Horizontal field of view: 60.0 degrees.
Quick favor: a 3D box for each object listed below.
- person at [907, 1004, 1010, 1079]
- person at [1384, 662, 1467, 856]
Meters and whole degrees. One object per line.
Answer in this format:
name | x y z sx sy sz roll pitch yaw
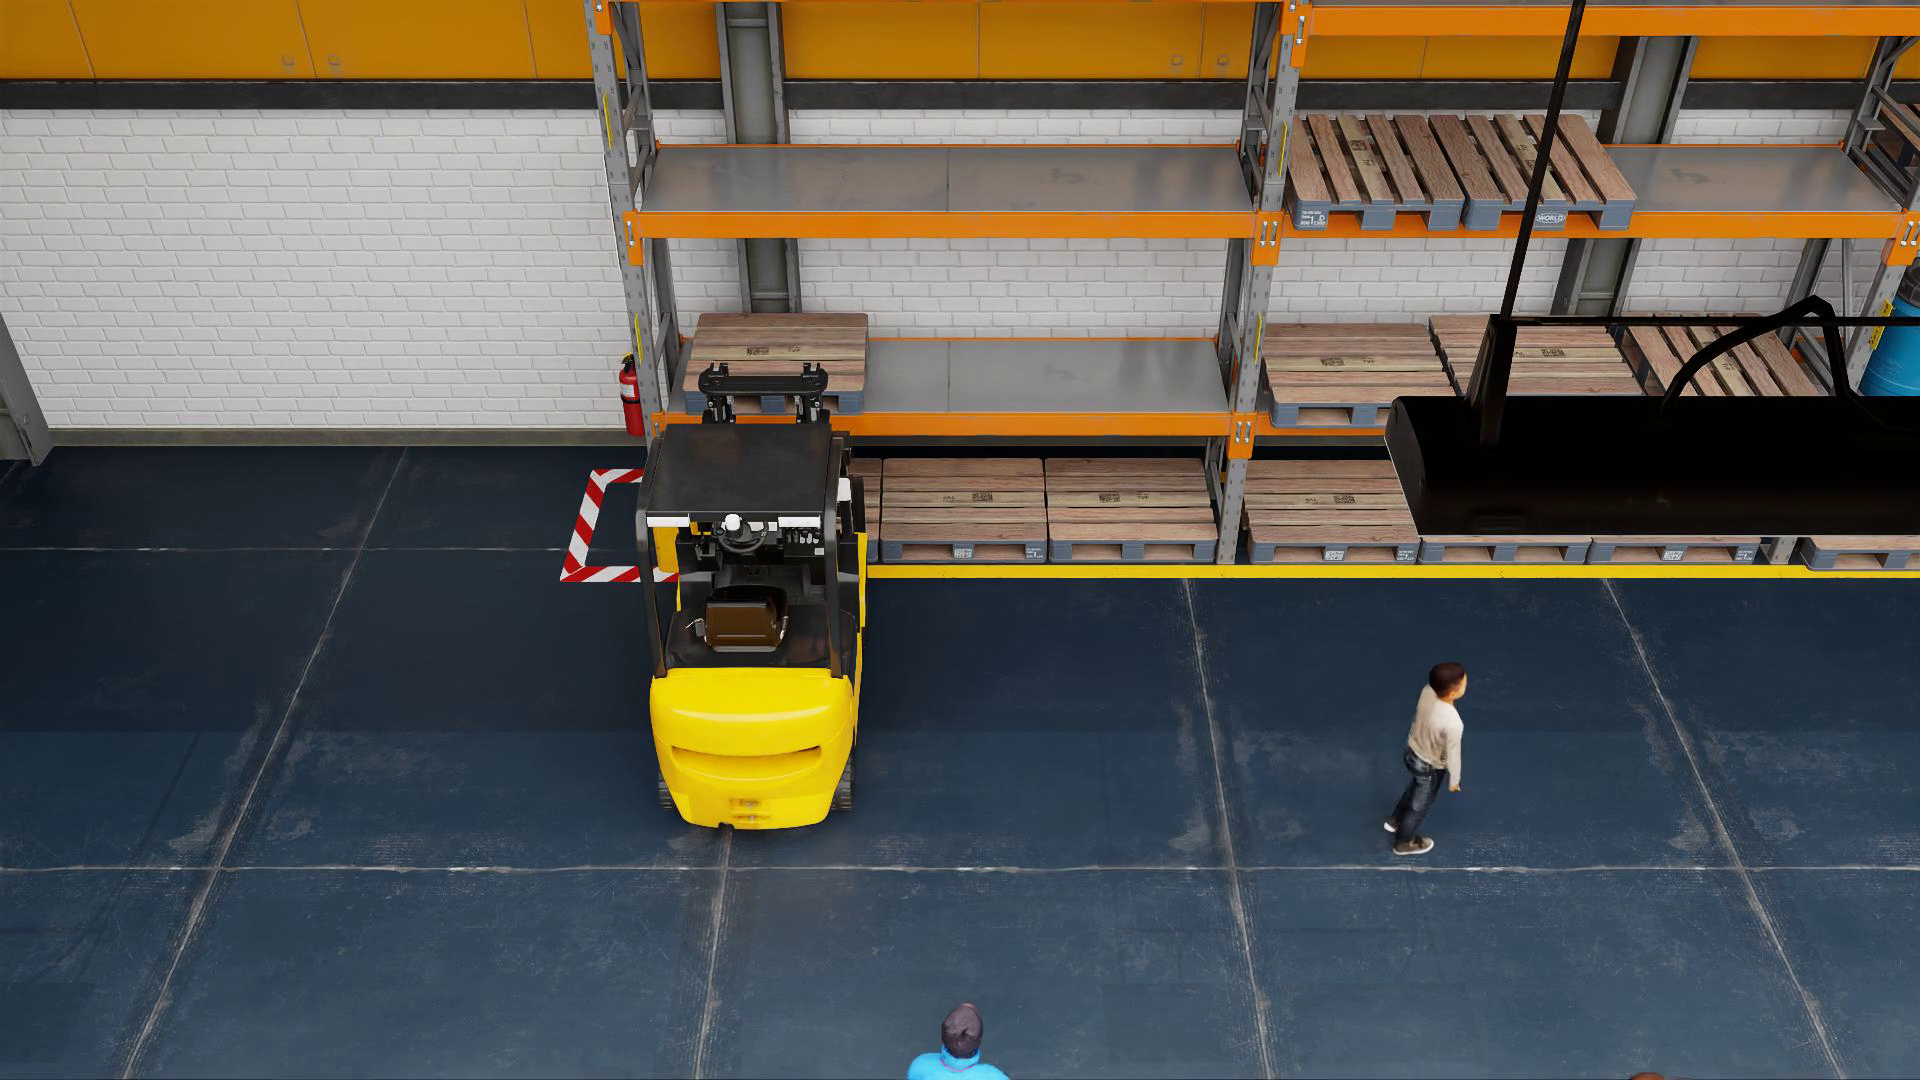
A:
person | -0.027 2.759 7.368 1.050 1.765 0.872 9 40 11
person | 2.603 1.265 9.490 0.600 1.452 0.620 -10 40 -12
